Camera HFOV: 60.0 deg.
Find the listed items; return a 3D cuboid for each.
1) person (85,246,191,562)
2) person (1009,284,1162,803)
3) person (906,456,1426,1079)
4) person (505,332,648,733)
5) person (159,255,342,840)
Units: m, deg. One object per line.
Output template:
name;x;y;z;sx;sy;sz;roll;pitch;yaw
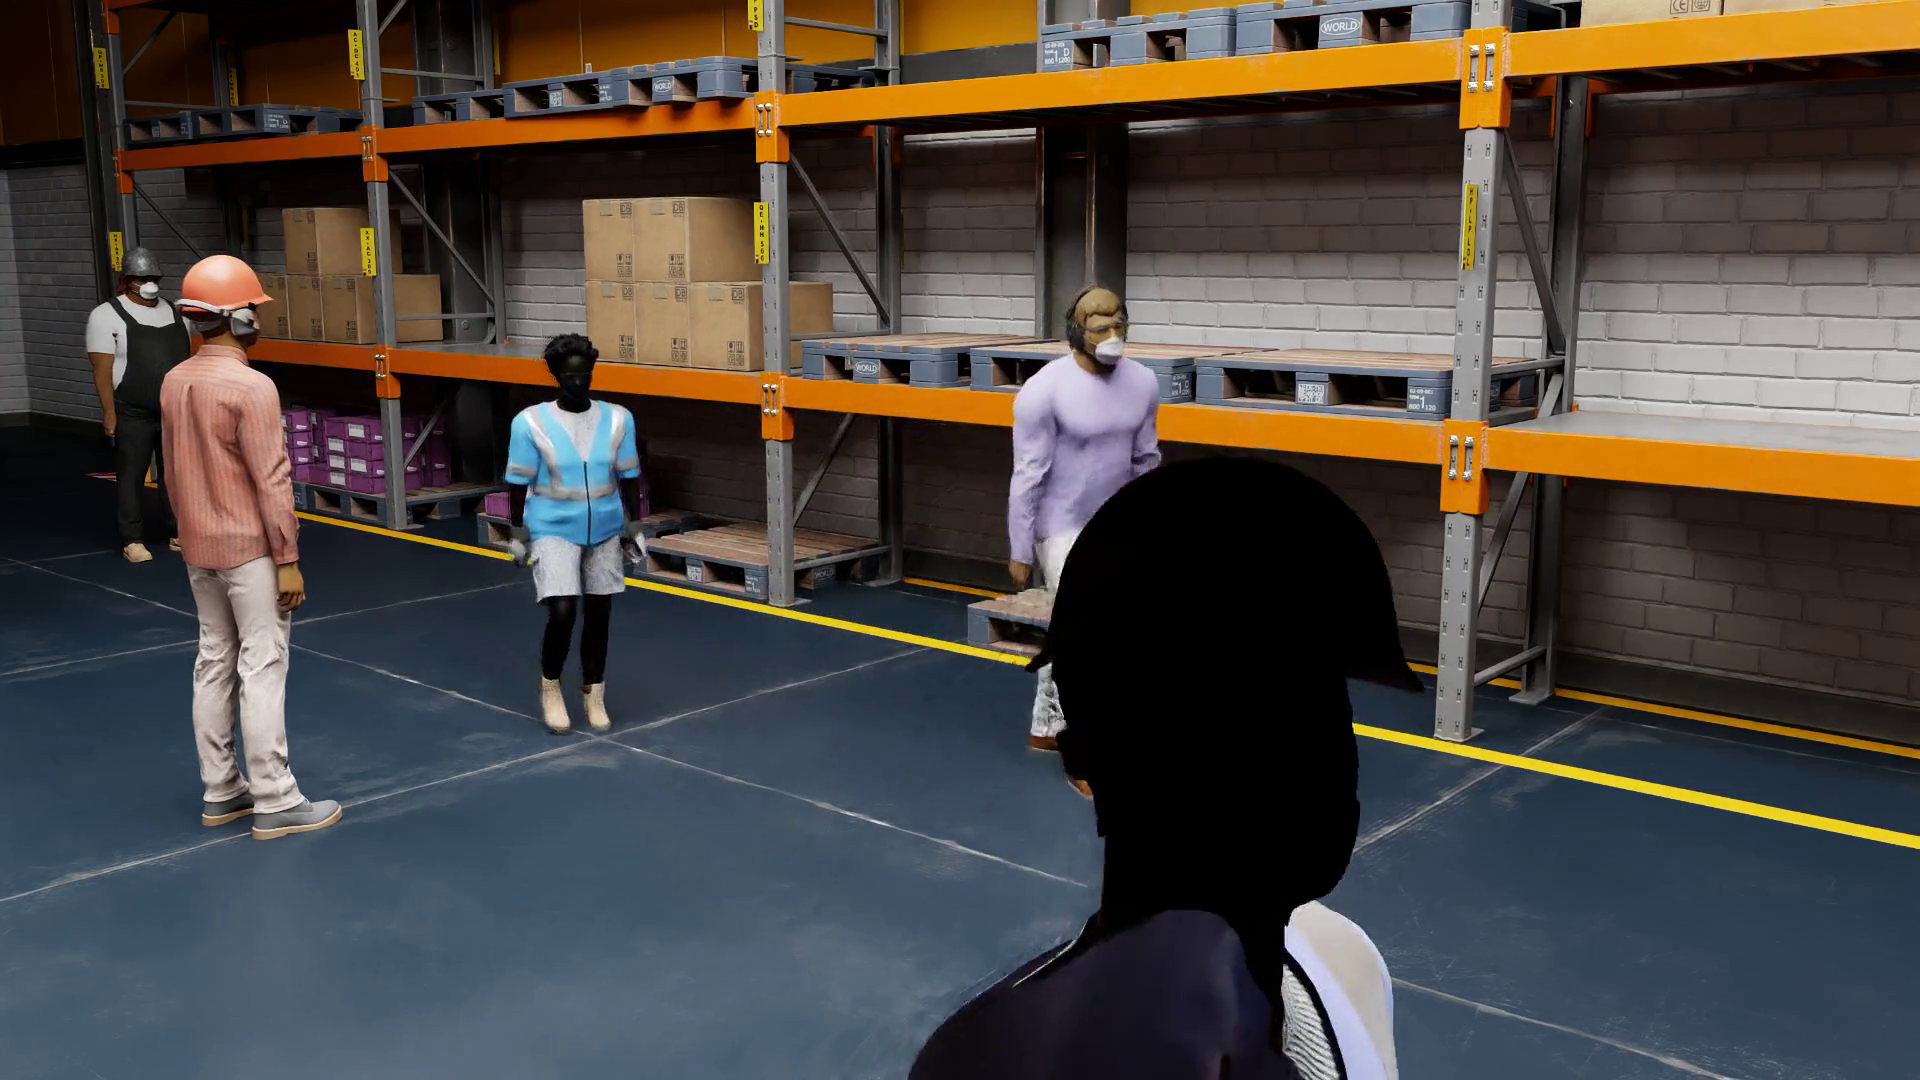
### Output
person;-5.242;-0.888;10.836;0.536;2.000;0.688;6;12;32
person;0.451;-0.006;6.277;0.646;1.899;0.713;-8;13;-39
person;0.141;0.876;1.108;0.466;1.933;0.563;8;13;39
person;-1.581;-0.018;6.884;0.552;1.677;0.370;-6;12;-32
person;-2.472;0.032;5.723;0.616;1.997;0.373;7;12;33
